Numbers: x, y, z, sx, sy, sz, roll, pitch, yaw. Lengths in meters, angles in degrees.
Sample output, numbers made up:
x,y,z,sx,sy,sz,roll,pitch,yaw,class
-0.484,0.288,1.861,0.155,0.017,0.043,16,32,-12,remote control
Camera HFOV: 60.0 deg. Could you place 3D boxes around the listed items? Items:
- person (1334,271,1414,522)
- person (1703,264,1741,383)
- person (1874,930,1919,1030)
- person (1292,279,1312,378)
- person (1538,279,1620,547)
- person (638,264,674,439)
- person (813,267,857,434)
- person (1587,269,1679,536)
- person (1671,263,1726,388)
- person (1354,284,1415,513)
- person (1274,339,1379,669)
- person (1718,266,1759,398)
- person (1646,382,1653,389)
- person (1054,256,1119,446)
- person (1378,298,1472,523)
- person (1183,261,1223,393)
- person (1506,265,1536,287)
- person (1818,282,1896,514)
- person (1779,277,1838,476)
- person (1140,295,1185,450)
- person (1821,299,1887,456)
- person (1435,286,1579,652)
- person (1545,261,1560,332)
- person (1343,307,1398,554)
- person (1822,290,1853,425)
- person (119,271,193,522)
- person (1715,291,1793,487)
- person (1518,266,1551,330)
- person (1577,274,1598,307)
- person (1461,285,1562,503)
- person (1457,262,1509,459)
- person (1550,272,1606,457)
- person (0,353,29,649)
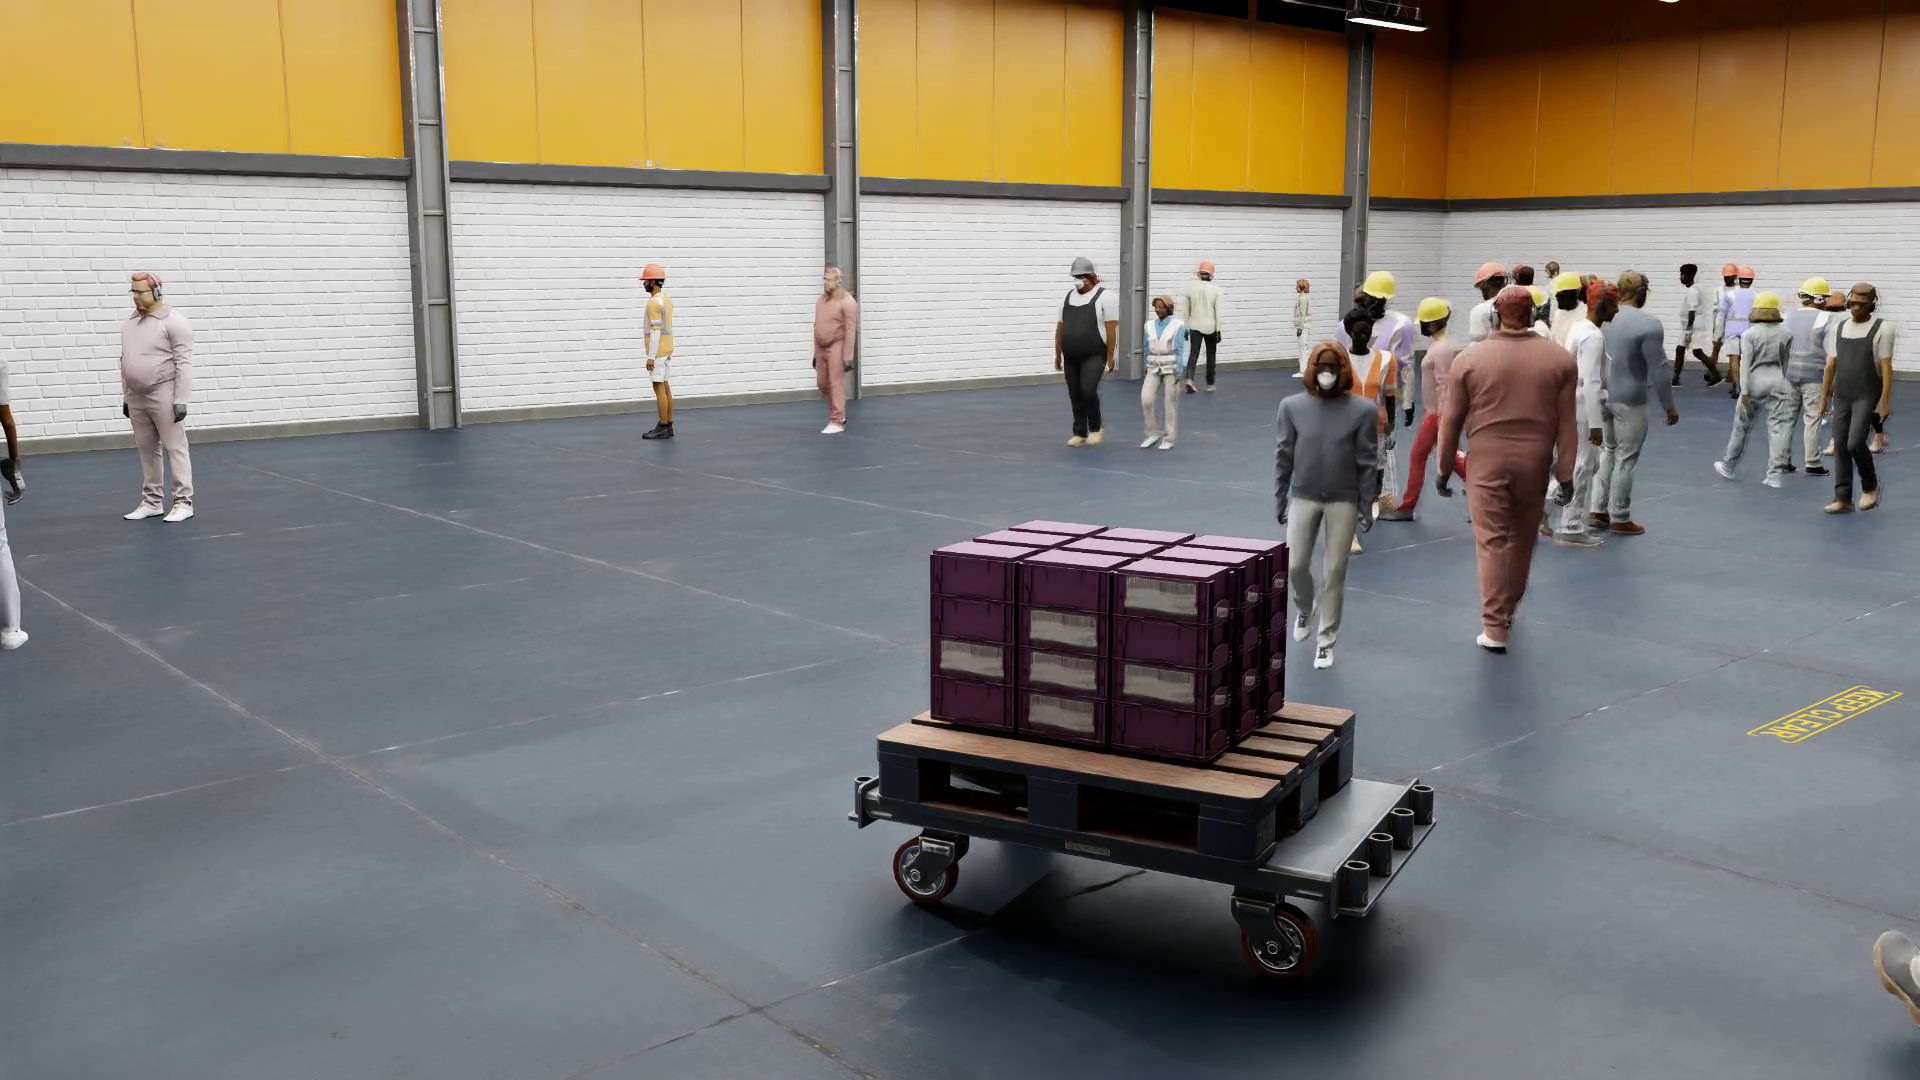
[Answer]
x,y,z,sx,sy,sz,roll,pitch,yaw,class
3.070,-1.053,12.497,0.669,1.902,0.444,5,11,29,person
12.149,-3.423,26.402,0.542,1.888,0.982,9,13,42,person
2.669,0.399,3.883,0.653,1.938,1.018,0,10,-2,person
5.707,-3.524,27.742,0.312,1.642,0.512,3,10,16,person
4.268,-0.863,11.521,0.481,1.867,0.588,2,10,13,person
-3.368,-2.084,18.446,0.362,1.938,0.545,1,10,5,person
-1.461,-2.172,19.110,0.444,1.921,0.663,-9,13,-41,person
4.810,-0.984,12.022,0.439,1.932,0.651,-4,10,-21,person
11.308,-3.278,25.490,0.890,1.931,0.606,3,10,15,person
3.246,-1.115,13.131,0.598,1.813,0.656,-5,11,-26,person
1.816,-0.189,8.263,0.503,1.623,0.434,3,10,19,person
11.201,-2.974,23.844,0.541,1.889,1.020,2,10,13,person
9.886,-3.036,24.627,0.905,1.723,0.525,-3,10,-18,person
1.296,-1.996,17.626,0.701,2.000,0.538,7,12,36,person
3.670,-0.975,12.569,0.860,1.721,0.531,3,10,15,person
3.601,-3.167,24.739,0.623,1.958,0.973,5,11,25,person
9.171,-3.573,27.366,0.594,1.863,0.559,2,10,14,person
6.993,-1.096,12.993,0.423,1.822,0.553,-5,11,-28,person
7.819,-1.502,15.360,0.404,1.827,0.590,-6,11,-31,person
2.094,-1.735,17.317,0.516,1.625,0.468,6,12,33,person
9.179,-1.687,16.922,0.831,1.660,0.533,-5,11,-29,person
2.851,-0.392,8.769,0.674,1.857,0.981,1,10,5,person
10.161,-3.800,28.507,0.371,1.934,0.627,5,11,25,person
2.731,-0.771,11.501,0.540,1.676,0.651,0,10,0,person
10.403,-2.170,19.860,0.506,1.620,0.418,5,11,27,person
-6.155,-1.086,12.699,0.642,1.907,0.410,3,10,19,person
7.129,-1.352,14.849,0.493,1.704,0.880,0,10,-1,person
6.902,-2.401,20.381,0.604,1.907,0.622,5,11,27,person
6.492,-1.831,17.262,0.430,1.838,0.624,0,10,-1,person
4.682,-1.191,13.675,0.926,1.788,0.601,3,10,18,person
4.836,-1.502,14.979,0.687,1.953,1.078,-5,11,-26,person
5.867,-1.629,16.013,1.037,1.868,0.580,-1,10,-5,person
-5.077,-0.348,8.477,0.534,1.869,0.311,-6,12,-33,person
